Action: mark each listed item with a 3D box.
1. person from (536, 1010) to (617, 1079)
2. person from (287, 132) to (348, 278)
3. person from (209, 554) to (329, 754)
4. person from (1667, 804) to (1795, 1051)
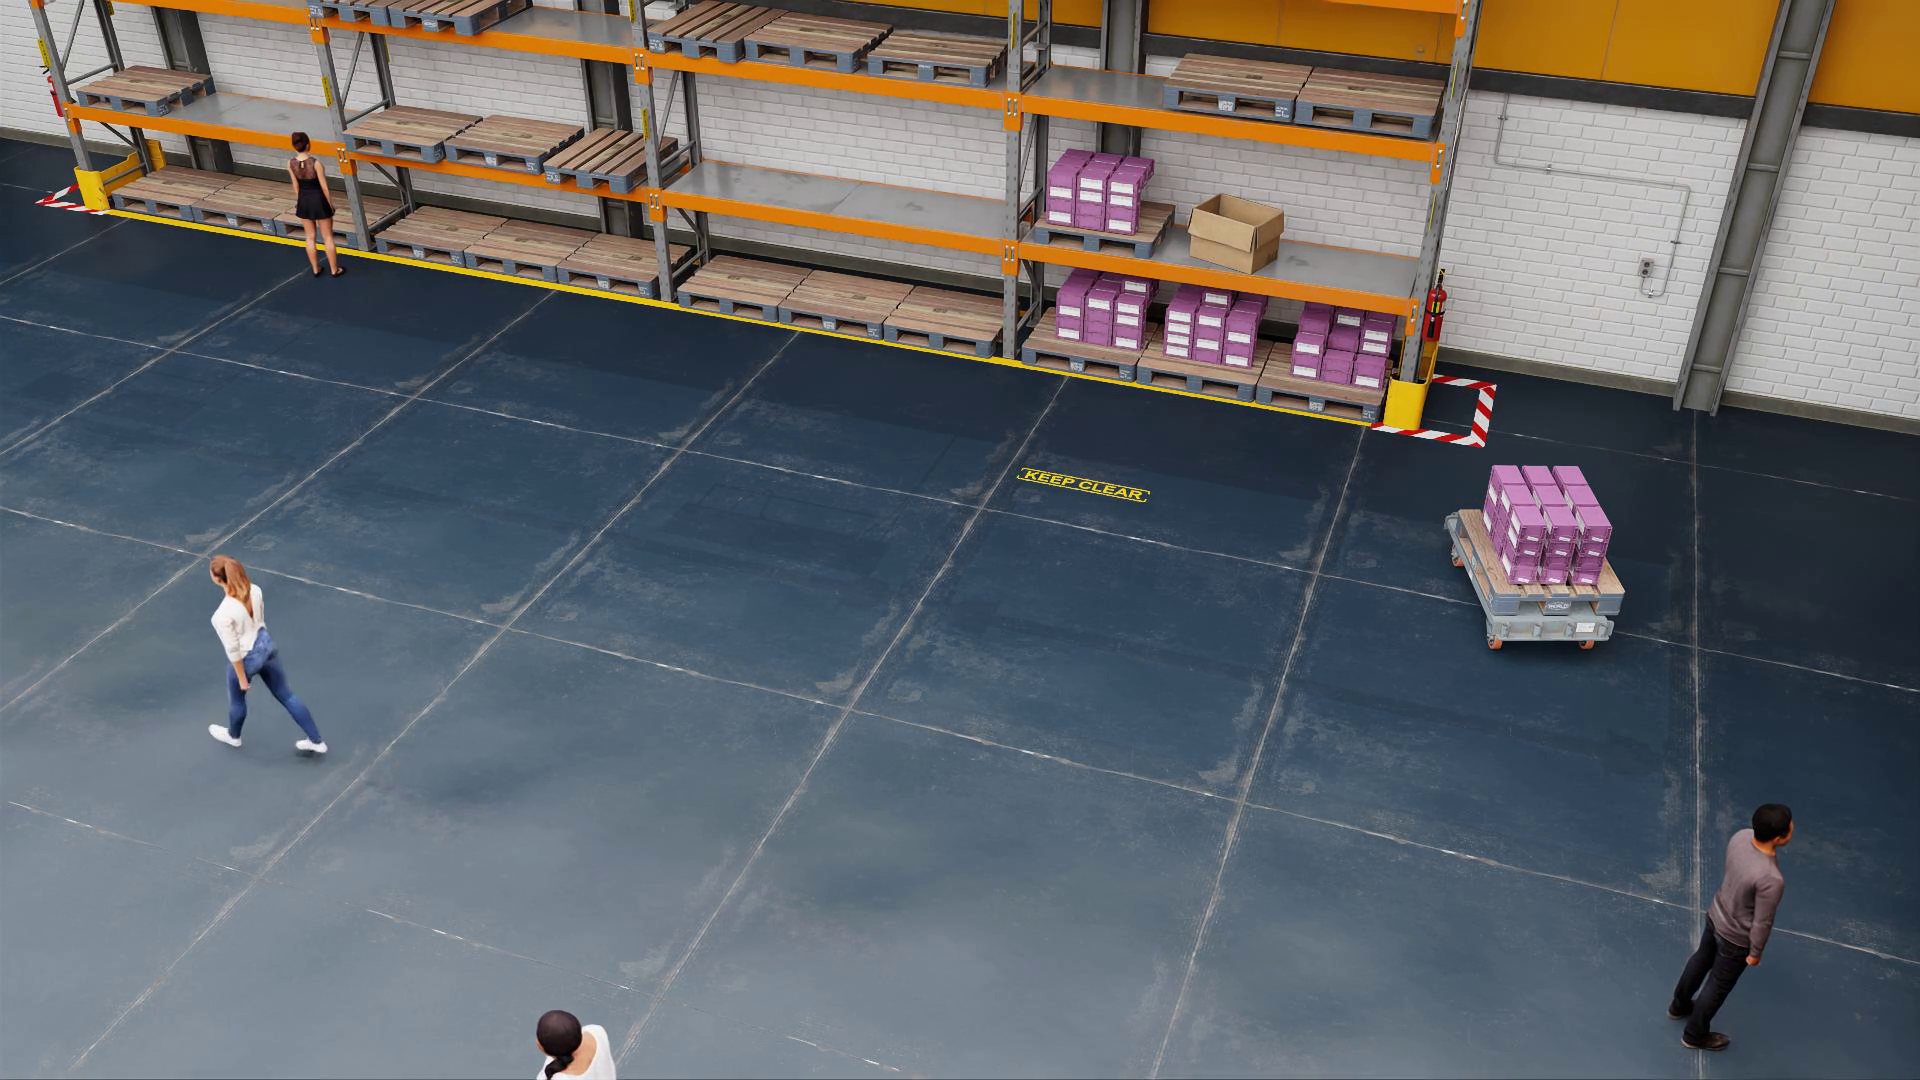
[{"bbox_3d":[-1.928,2.976,8.436,0.640,1.687,0.679,7,34,10],"label":"person"},{"bbox_3d":[-7.210,-3.741,18.551,0.581,1.678,0.702,3,34,4],"label":"person"},{"bbox_3d":[-4.856,0.861,11.634,1.118,1.670,0.665,10,35,14],"label":"person"},{"bbox_3d":[4.422,2.199,9.535,0.660,1.765,0.705,3,34,4],"label":"person"}]
